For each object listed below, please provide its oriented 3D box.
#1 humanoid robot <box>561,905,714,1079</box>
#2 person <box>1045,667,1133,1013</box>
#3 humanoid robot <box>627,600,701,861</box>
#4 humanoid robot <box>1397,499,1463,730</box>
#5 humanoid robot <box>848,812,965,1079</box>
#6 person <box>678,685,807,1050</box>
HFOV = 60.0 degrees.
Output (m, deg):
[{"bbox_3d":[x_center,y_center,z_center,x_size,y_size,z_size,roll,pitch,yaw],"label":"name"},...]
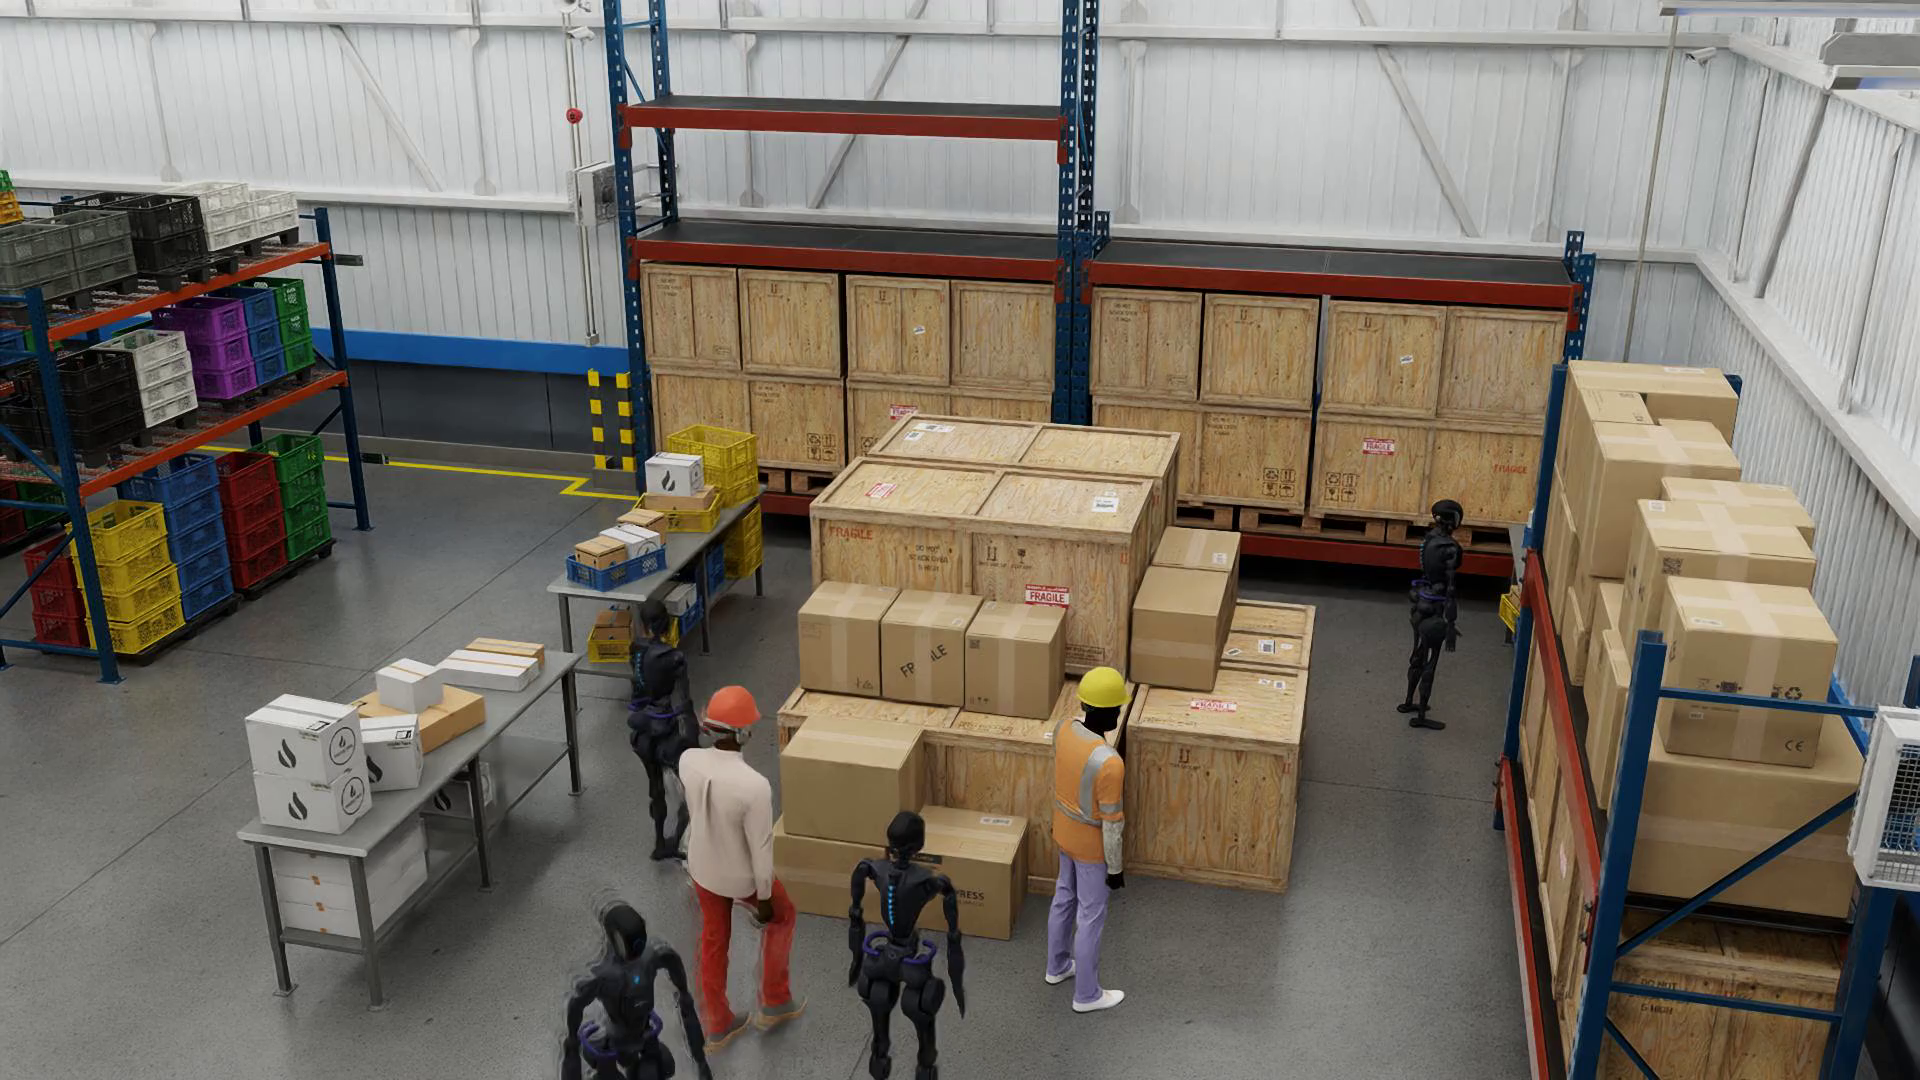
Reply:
[{"bbox_3d":[-1.390,2.290,7.131,0.616,1.627,0.760,-18,28,-39],"label":"humanoid robot"},{"bbox_3d":[0.687,1.549,8.691,0.405,1.918,0.582,-11,23,-26],"label":"person"},{"bbox_3d":[-1.810,1.162,10.057,0.632,1.643,0.421,15,26,35],"label":"humanoid robot"},{"bbox_3d":[3.347,0.499,11.746,0.318,1.657,0.603,-1,21,-2],"label":"humanoid robot"},{"bbox_3d":[-0.263,2.019,7.783,0.595,1.651,0.323,8,22,19],"label":"humanoid robot"},{"bbox_3d":[-1.091,1.623,8.419,0.607,1.961,0.703,11,24,27],"label":"person"}]
